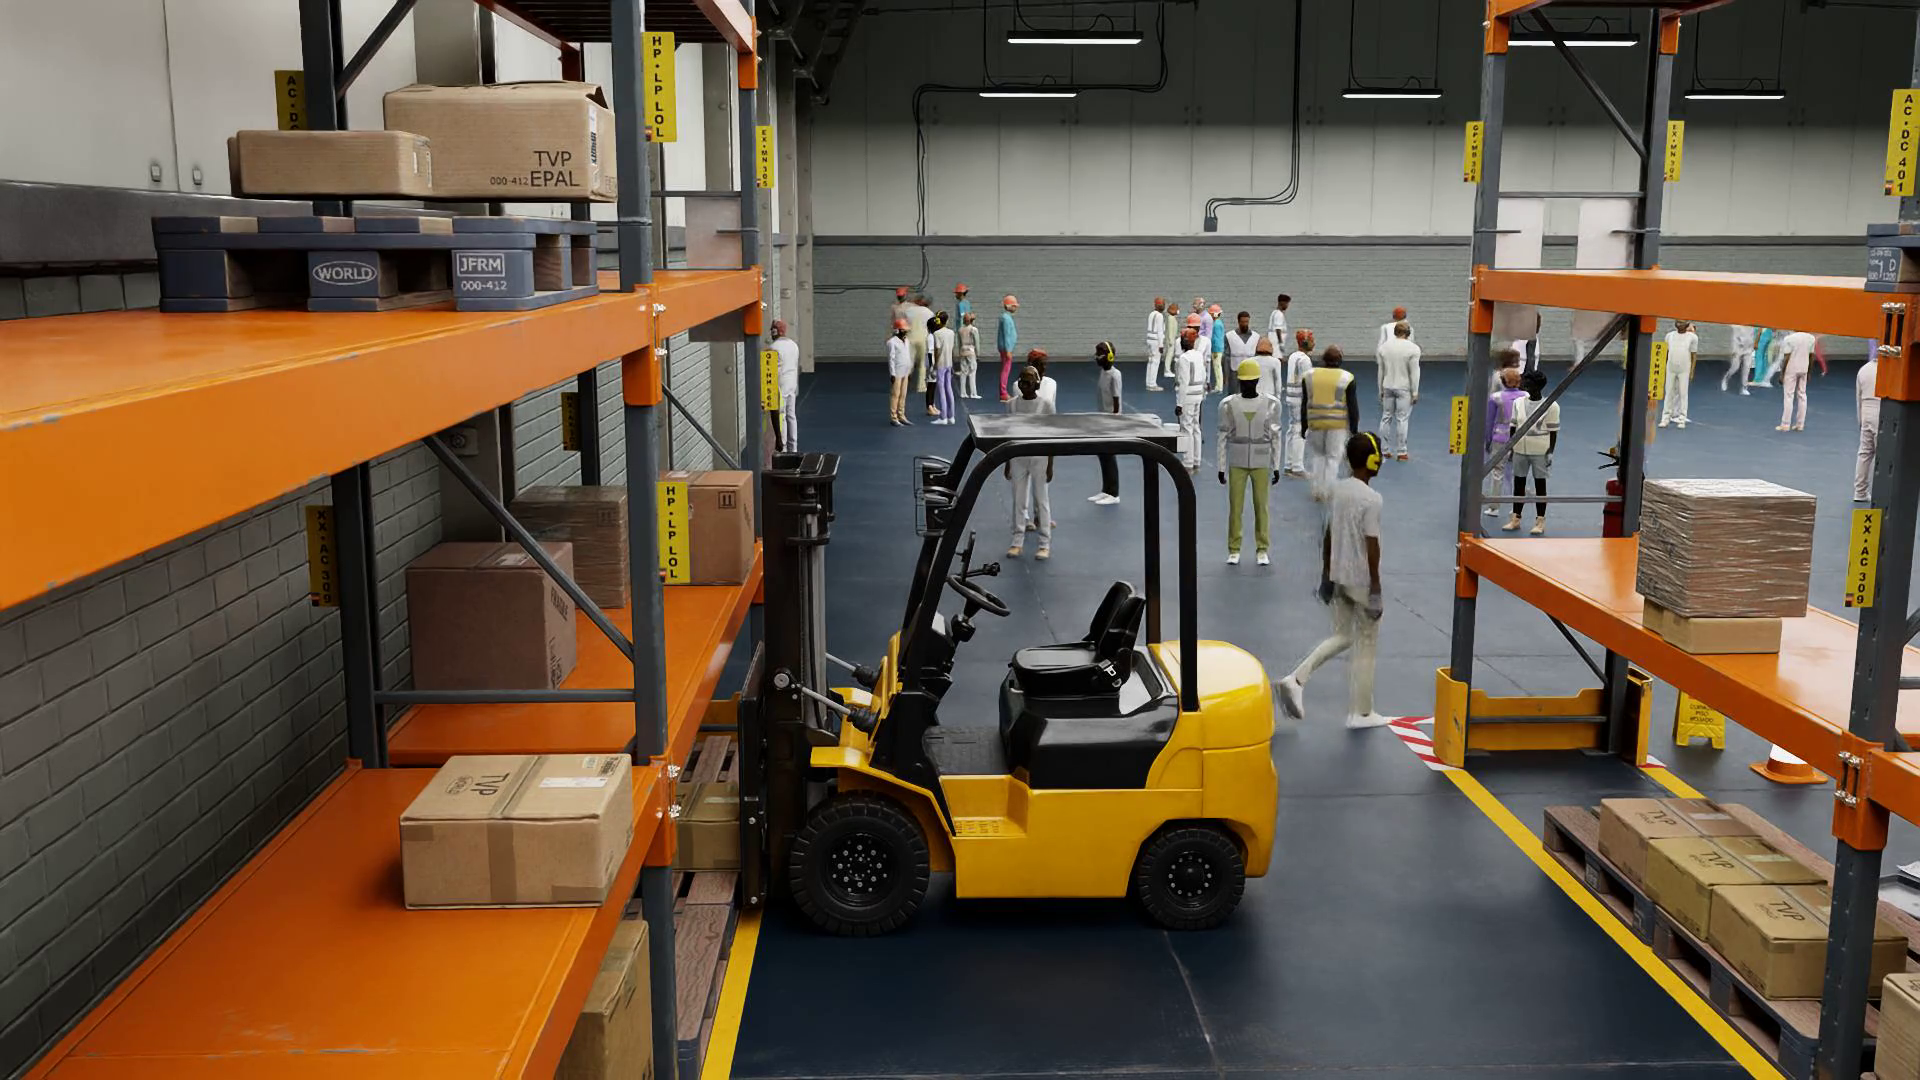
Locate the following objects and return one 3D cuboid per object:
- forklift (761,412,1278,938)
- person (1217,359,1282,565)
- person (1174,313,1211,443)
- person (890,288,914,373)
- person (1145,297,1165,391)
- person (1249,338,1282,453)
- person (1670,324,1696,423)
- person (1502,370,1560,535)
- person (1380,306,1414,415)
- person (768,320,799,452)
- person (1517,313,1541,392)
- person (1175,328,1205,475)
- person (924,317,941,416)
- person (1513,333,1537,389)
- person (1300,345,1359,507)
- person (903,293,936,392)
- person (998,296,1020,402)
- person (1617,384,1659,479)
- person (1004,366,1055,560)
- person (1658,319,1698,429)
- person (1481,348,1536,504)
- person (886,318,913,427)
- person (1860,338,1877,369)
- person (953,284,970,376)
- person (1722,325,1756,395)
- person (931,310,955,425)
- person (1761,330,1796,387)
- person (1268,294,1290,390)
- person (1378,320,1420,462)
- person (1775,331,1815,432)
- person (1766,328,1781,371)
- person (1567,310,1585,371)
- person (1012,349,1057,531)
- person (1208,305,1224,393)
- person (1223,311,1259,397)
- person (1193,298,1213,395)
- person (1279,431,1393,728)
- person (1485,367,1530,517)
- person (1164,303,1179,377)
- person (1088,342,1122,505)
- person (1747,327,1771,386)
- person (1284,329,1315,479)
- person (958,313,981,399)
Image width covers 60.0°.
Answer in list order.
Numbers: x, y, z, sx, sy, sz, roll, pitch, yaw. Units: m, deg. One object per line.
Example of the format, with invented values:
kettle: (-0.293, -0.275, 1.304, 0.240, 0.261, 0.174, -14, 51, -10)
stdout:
forklift: (0.291, 0.548, 7.580, 2.313, 2.155, 1.214, 0, 10, -2)
person: (2.673, -0.718, 15.411, 0.587, 1.922, 0.390, 2, 10, 10)
person: (3.456, -2.387, 24.646, 0.552, 1.935, 0.370, -1, 10, -5)
person: (-1.304, -4.704, 37.518, 0.631, 1.937, 1.027, 3, 11, 17)
person: (3.948, -3.941, 33.495, 0.365, 1.875, 0.564, -2, 10, -11)
person: (4.310, -2.052, 23.627, 0.507, 1.632, 0.275, 4, 11, 22)
person: (11.983, -2.760, 27.548, 0.315, 1.641, 0.514, 9, 14, 41)
person: (5.860, -0.902, 17.056, 0.318, 1.692, 0.533, -10, 14, -44)
person: (7.602, -3.109, 28.843, 0.604, 1.870, 0.495, 8, 13, 38)
person: (-2.515, -2.112, 23.203, 0.401, 1.906, 0.650, 5, 11, 27)
person: (8.744, -2.556, 25.673, 0.396, 1.911, 0.588, 1, 10, 5)
person: (2.948, -1.786, 21.444, 0.338, 1.882, 0.583, 7, 12, 33)
person: (-0.455, -2.995, 28.692, 0.315, 1.700, 0.541, 2, 10, 10)
person: (10.408, -3.420, 30.703, 0.390, 1.836, 0.559, -4, 11, -20)
person: (4.228, -1.299, 18.907, 0.650, 1.819, 0.638, 6, 12, 31)
person: (-0.851, -3.974, 33.201, 0.830, 2.000, 0.570, 4, 11, 19)
person: (0.910, -3.575, 31.147, 0.411, 1.986, 0.603, 1, 10, 5)
person: (7.016, -1.025, 17.220, 0.377, 1.887, 0.688, 0, 10, -1)
person: (0.654, -0.726, 15.688, 0.502, 1.837, 0.349, 4, 11, 23)
person: (11.502, -2.697, 26.631, 0.504, 1.847, 0.344, 8, 13, 37)
person: (6.247, -1.278, 18.892, 0.927, 1.791, 0.496, 3, 10, 14)
person: (-0.966, -2.723, 27.027, 0.329, 1.751, 0.568, 6, 12, 29)
person: (21.362, -4.905, 38.946, 0.347, 1.841, 0.505, 9, 13, 41)
person: (0.031, -4.695, 37.207, 0.393, 2.041, 0.614, 2, 10, 12)
person: (15.358, -3.729, 32.695, 0.503, 1.723, 0.606, -2, 10, -8)
person: (-0.286, -2.822, 27.262, 0.310, 1.868, 0.533, 8, 13, 36)
person: (16.938, -3.969, 34.130, 0.898, 1.695, 0.494, 1, 10, 7)
person: (6.328, -3.960, 33.401, 0.580, 1.942, 0.810, 1, 10, 6)
person: (5.980, -2.034, 22.706, 0.367, 1.933, 0.627, -10, 14, -44)
person: (13.140, -2.613, 26.164, 0.508, 1.847, 0.345, -1, 10, -6)
person: (18.893, -4.843, 38.517, 0.328, 1.872, 0.512, 7, 12, 33)
person: (14.357, -4.899, 38.619, 0.409, 1.943, 0.614, 2, 10, 10)
person: (0.794, -1.044, 17.314, 0.587, 1.882, 0.341, -8, 13, -39)
person: (5.045, -3.775, 32.928, 0.351, 1.744, 0.568, 1, 10, 5)
person: (4.374, -2.610, 25.945, 0.597, 1.915, 0.371, -2, 10, -13)
person: (4.630, -3.756, 32.357, 0.406, 1.911, 0.636, -4, 11, -23)
person: (2.353, 0.261, 10.143, 0.674, 1.852, 0.531, -4, 11, -22)
person: (5.962, -1.057, 18.093, 0.515, 1.634, 0.312, 0, 10, -1)
person: (4.705, -4.435, 36.931, 0.280, 1.627, 0.499, 2, 10, 13)
person: (1.682, -1.332, 18.997, 0.335, 1.859, 0.523, -2, 10, -13)
person: (16.634, -4.110, 34.541, 0.359, 1.837, 0.505, 9, 14, 42)
person: (4.317, -1.723, 21.095, 0.337, 1.882, 0.585, -1, 10, -8)
person: (0.172, -3.511, 31.736, 0.514, 1.641, 0.307, 9, 14, 41)
